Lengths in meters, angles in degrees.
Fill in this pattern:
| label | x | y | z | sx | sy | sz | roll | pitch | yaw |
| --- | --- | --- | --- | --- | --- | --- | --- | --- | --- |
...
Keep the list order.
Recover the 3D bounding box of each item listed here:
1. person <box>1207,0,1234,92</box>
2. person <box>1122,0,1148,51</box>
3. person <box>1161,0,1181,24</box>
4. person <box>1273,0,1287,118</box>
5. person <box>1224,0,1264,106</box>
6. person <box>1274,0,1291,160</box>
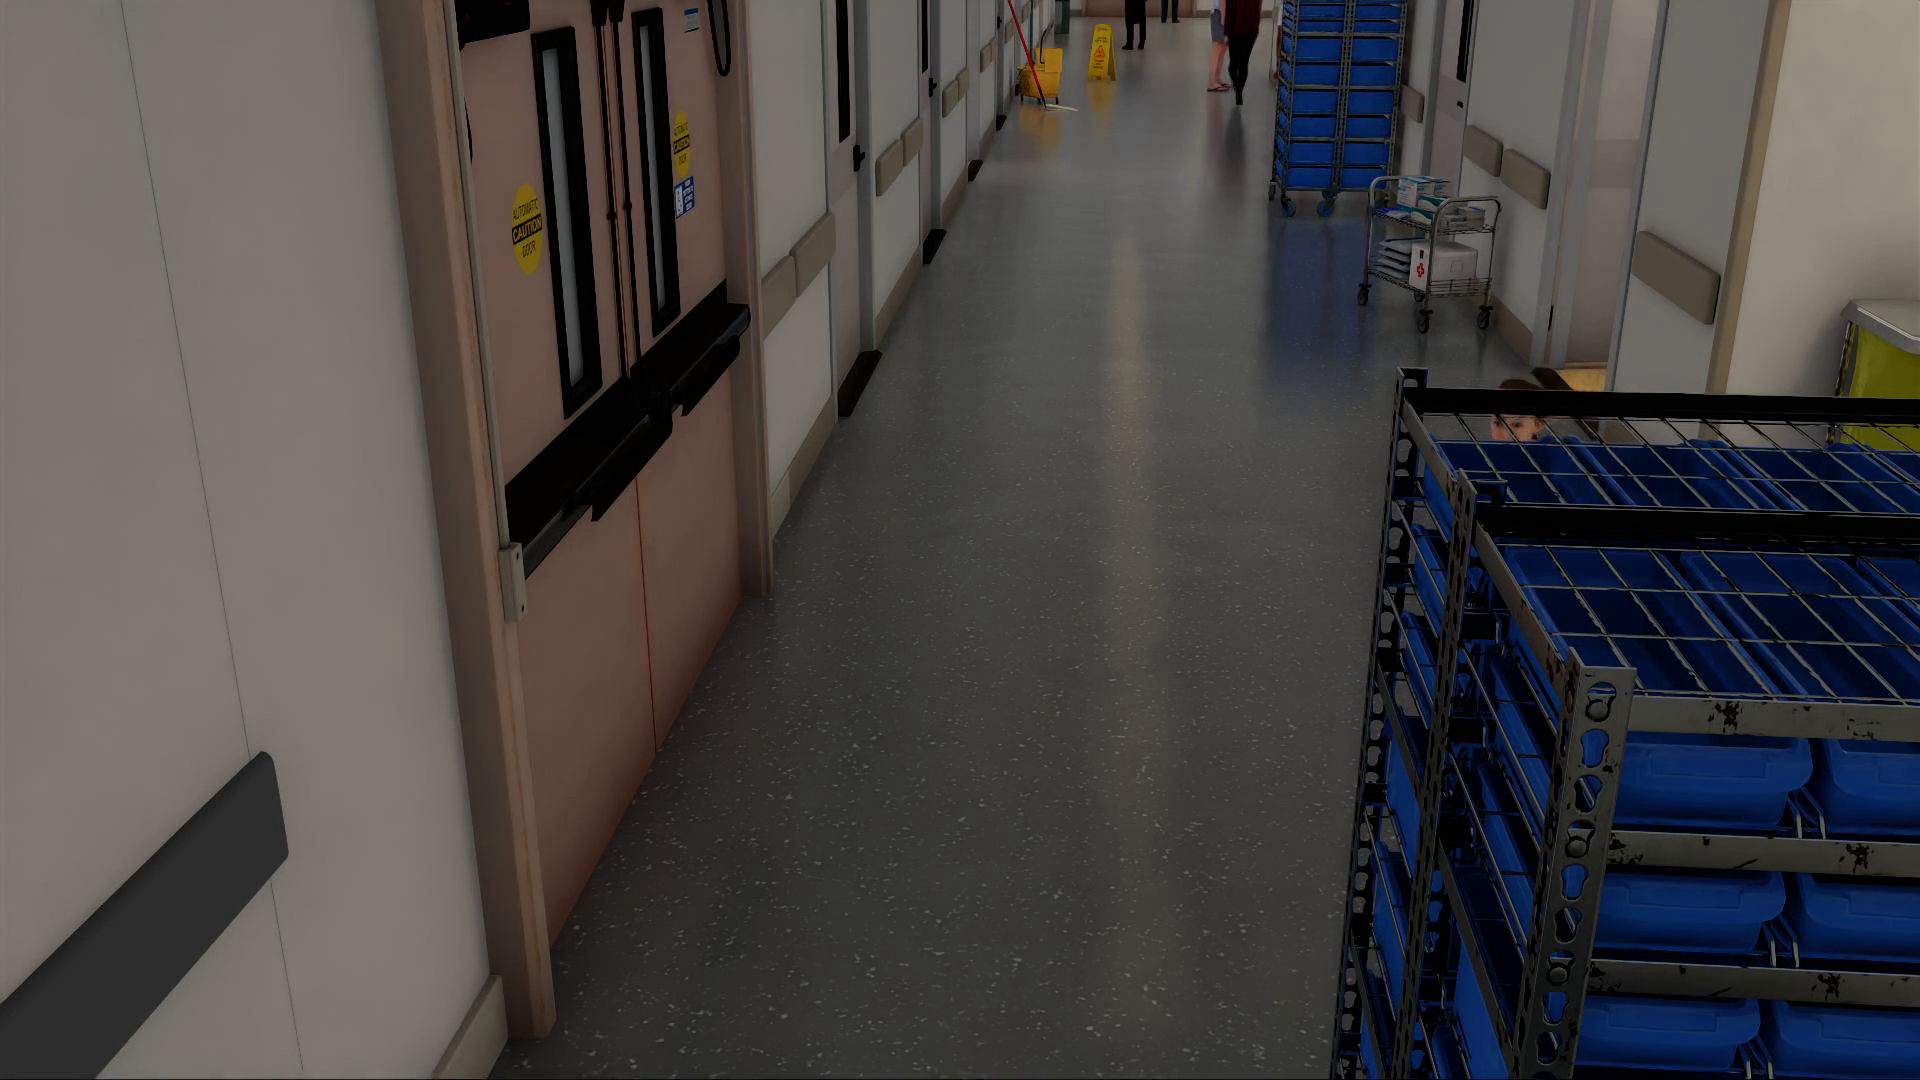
| label | x | y | z | sx | sy | sz | roll | pitch | yaw |
| --- | --- | --- | --- | --- | --- | --- | --- | --- | --- |
| person | 3.453 | -6.894 | 21.959 | 0.766 | 1.829 | 0.590 | 8 | 22 | 20 |
| person | 2.998 | -9.347 | 28.427 | 0.711 | 1.834 | 0.660 | -6 | 21 | -15 |
| person | 4.450 | -11.912 | 35.170 | 0.700 | 1.856 | 0.632 | 6 | 21 | 14 |
| person | 3.273 | -4.607 | 16.054 | 0.689 | 1.734 | 0.635 | 8 | 22 | 20 |
| person | 3.433 | -6.128 | 20.230 | 0.580 | 1.621 | 0.870 | 2 | 21 | 5 |
| person | 3.133 | -4.489 | 15.771 | 0.658 | 1.714 | 0.537 | 4 | 21 | 11 |
